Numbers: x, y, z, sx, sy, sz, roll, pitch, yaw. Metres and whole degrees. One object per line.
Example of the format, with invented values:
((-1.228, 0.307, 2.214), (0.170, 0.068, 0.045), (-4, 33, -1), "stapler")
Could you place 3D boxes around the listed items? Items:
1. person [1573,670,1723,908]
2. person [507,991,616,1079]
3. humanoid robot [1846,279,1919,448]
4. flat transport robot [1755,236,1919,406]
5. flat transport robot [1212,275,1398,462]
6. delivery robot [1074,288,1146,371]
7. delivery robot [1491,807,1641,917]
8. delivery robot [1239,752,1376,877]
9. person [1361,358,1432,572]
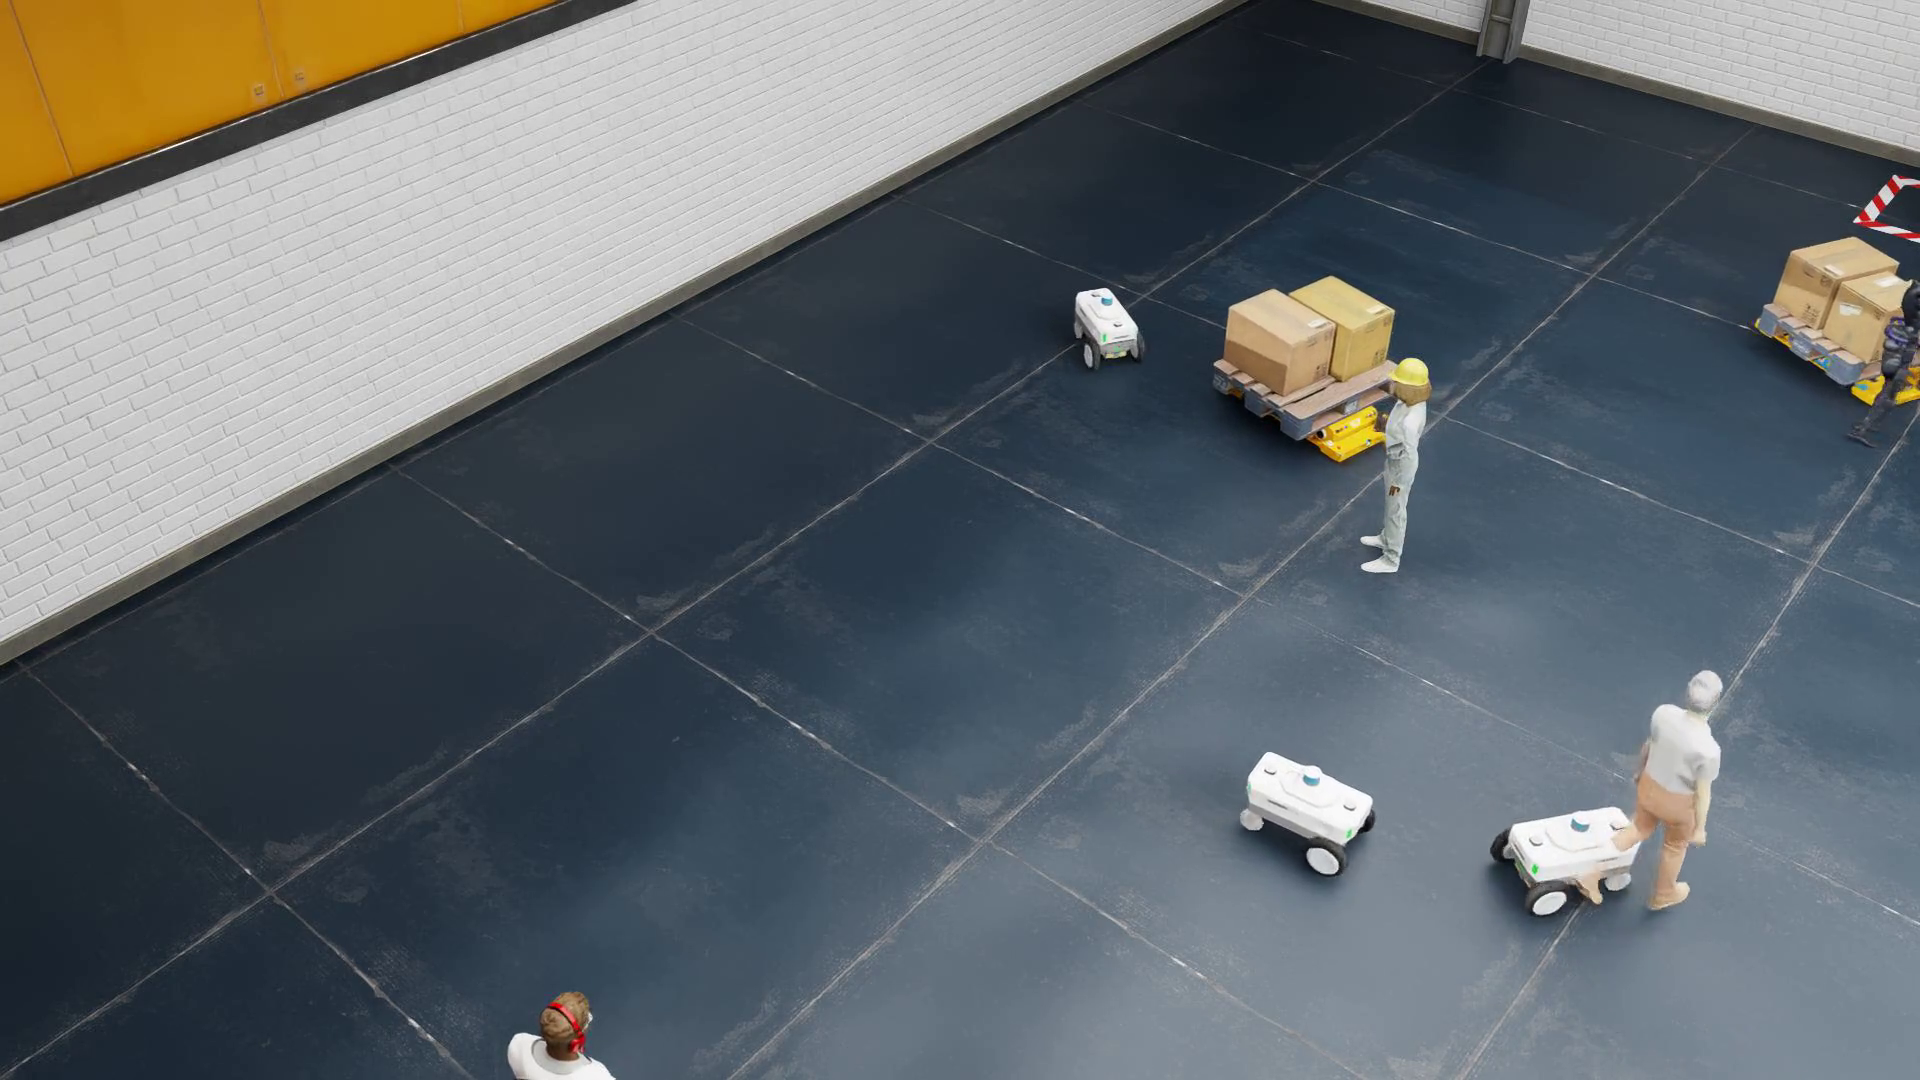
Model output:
((3.943, 1.467, 9.324), (0.691, 1.711, 0.560), (-15, 41, -17), "person")
((-1.752, 2.741, 7.640), (0.574, 1.830, 0.389), (17, 42, 20), "person")
((7.387, -1.511, 13.036), (0.343, 1.645, 0.590), (17, 42, 20), "humanoid robot")
((7.624, -1.619, 14.296), (0.659, 0.231, 1.431), (-14, 41, -17), "flat transport robot")
((2.842, -1.153, 13.717), (0.659, 0.231, 1.431), (-25, 45, -27), "flat transport robot")
((1.261, -1.852, 14.347), (0.499, 0.581, 0.768), (-11, 40, -13), "delivery robot")
((3.592, 1.831, 9.780), (0.777, 0.587, 0.499), (-8, 40, -10), "delivery robot")
((2.114, 1.622, 10.059), (0.815, 0.612, 0.499), (23, 44, 26), "delivery robot")
((3.082, -0.531, 11.769), (0.318, 1.742, 0.492), (7, 39, 9), "person")
